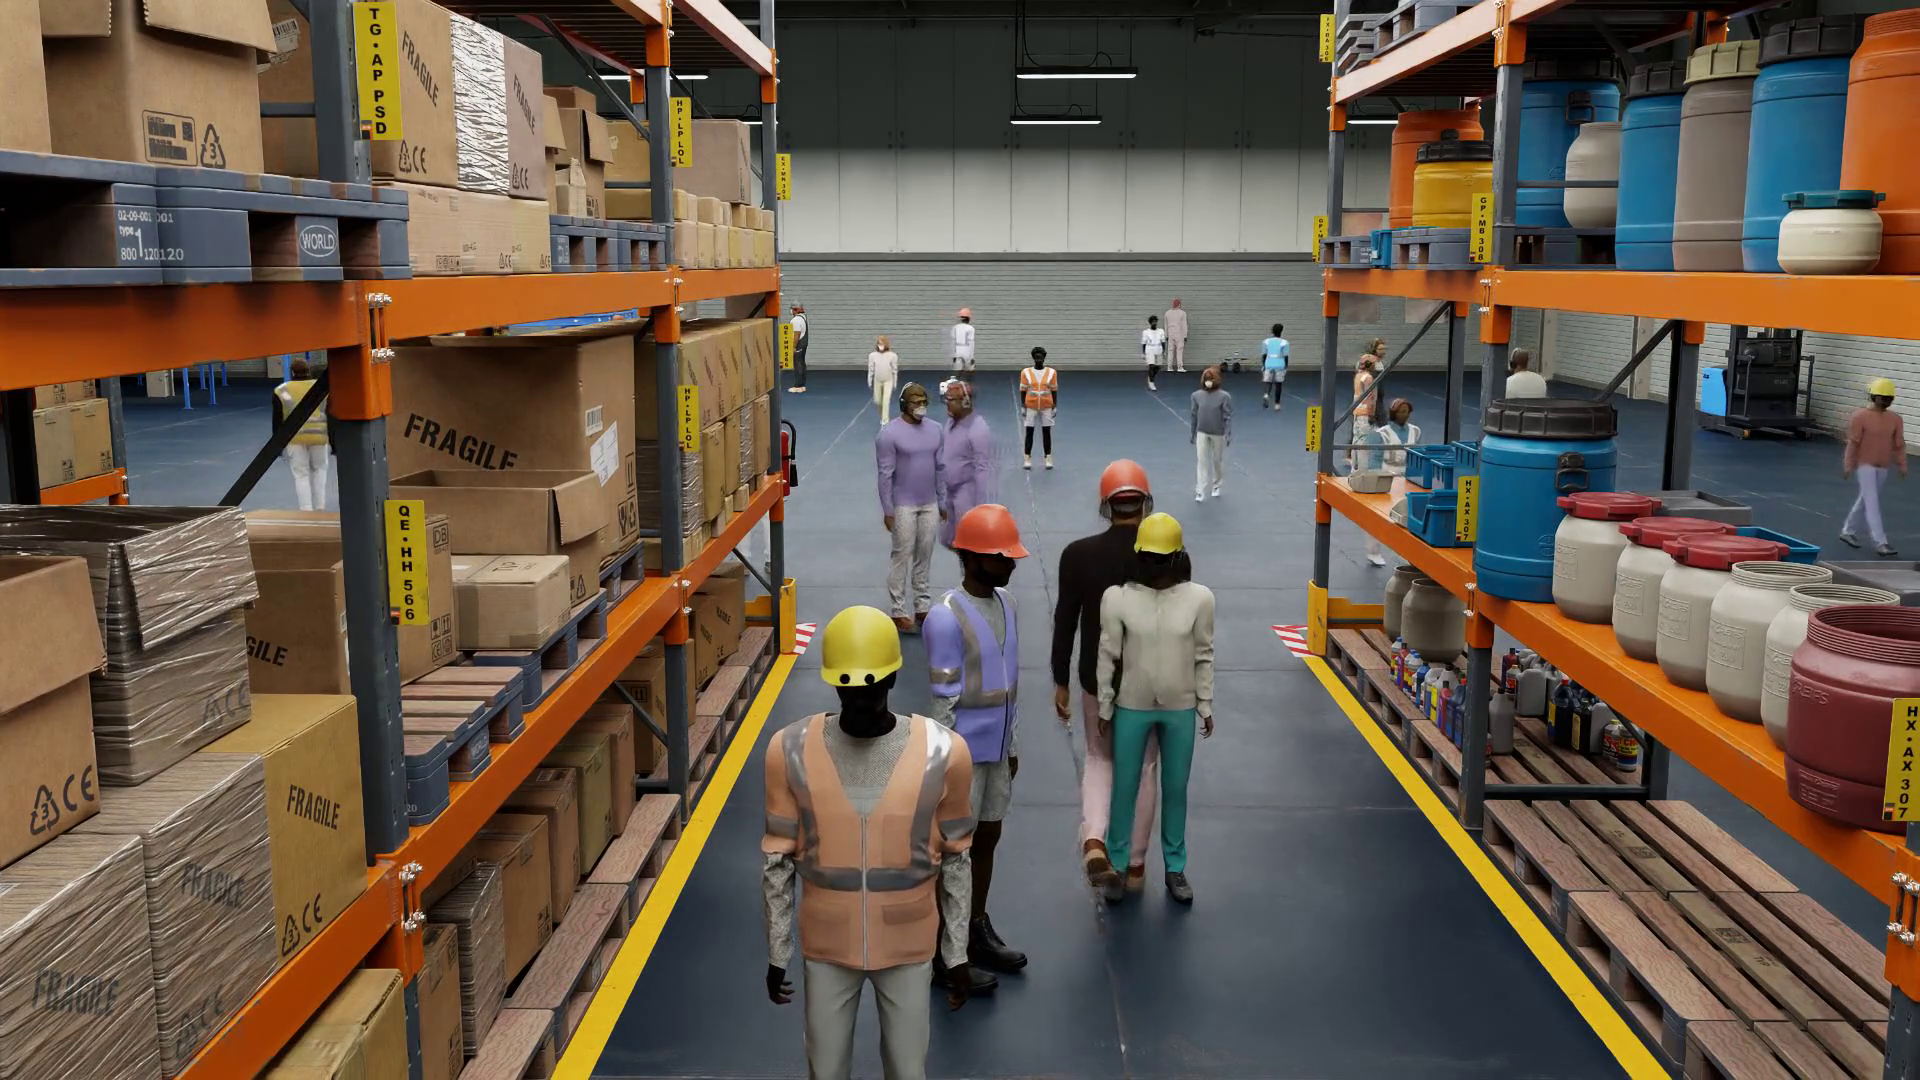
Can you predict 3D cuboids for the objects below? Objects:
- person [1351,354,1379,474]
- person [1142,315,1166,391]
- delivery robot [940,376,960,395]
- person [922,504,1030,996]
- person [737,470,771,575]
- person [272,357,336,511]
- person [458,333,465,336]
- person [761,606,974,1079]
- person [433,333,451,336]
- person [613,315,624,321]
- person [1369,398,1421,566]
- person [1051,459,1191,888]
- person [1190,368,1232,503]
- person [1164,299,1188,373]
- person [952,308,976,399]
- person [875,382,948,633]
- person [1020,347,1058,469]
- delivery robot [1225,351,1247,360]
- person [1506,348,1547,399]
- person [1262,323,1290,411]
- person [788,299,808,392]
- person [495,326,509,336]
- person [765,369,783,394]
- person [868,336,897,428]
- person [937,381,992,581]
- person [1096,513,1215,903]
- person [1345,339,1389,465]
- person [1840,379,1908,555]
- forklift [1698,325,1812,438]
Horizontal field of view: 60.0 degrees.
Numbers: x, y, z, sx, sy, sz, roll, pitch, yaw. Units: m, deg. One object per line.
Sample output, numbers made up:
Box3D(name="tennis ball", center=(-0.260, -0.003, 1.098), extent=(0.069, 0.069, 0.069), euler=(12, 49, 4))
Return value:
Box3D(name="person", center=(5.398, -1.662, 22.202), extent=(0.310, 1.640, 0.514), euler=(-1, 10, -6))
Box3D(name="person", center=(4.325, -4.205, 37.324), extent=(0.540, 1.675, 0.657), euler=(-3, 10, -17))
Box3D(name="delivery robot", center=(-0.145, -3.081, 33.773), extent=(0.477, 0.478, 0.707), euler=(-3, 9, -20))
Box3D(name="person", center=(0.086, 0.812, 6.538), extent=(0.385, 1.930, 0.541), euler=(7, 12, 35))
Box3D(name="person", center=(-1.910, -0.629, 15.281), extent=(0.579, 1.882, 0.342), euler=(-4, 10, -20))
Box3D(name="person", center=(-7.195, -1.091, 18.245), extent=(0.651, 1.812, 0.754), euler=(-5, 11, -27))
Box3D(name="person", center=(-8.109, -2.470, 26.832), extent=(0.714, 1.709, 0.591), euler=(5, 11, 27))
Box3D(name="person", center=(-0.257, 1.122, 4.662), extent=(0.593, 1.925, 0.384), euler=(0, 9, 1))
Box3D(name="person", center=(-7.653, -2.238, 24.571), extent=(0.639, 1.995, 1.011), euler=(-7, 12, -35))
Box3D(name="person", center=(-6.278, -3.200, 30.686), extent=(0.585, 1.881, 0.344), euler=(-9, 13, -43))
Box3D(name="person", center=(4.065, -0.508, 15.407), extent=(0.545, 1.586, 0.866), euler=(-3, 10, -17))
Box3D(name="person", center=(0.732, 0.624, 7.513), extent=(0.630, 1.970, 0.593), euler=(2, 10, 10))
Box3D(name="person", center=(3.020, -1.276, 20.044), extent=(0.509, 1.589, 0.859), euler=(3, 10, 18))
Box3D(name="person", center=(5.647, -5.322, 43.326), extent=(0.655, 1.906, 0.407), euler=(7, 12, 36))
Box3D(name="person", center=(0.047, -3.879, 34.668), extent=(0.548, 1.916, 0.745), euler=(7, 12, 36))
Box3D(name="person", center=(-0.363, -0.259, 12.922), extent=(0.625, 1.936, 0.385), euler=(-8, 12, -39))
Box3D(name="person", center=(1.100, -1.839, 23.111), extent=(0.534, 1.693, 0.317), euler=(0, 9, 0))
Box3D(name="delivery robot", center=(7.203, -4.815, 43.398), extent=(0.699, 0.223, 0.335), euler=(-9, 13, -42))
Box3D(name="person", center=(6.093, -1.156, 18.326), extent=(0.661, 1.915, 0.676), euler=(-5, 11, -27))
Box3D(name="person", center=(6.075, -3.334, 32.063), extent=(0.552, 1.684, 0.423), euler=(5, 11, 28))
Box3D(name="person", center=(-3.635, -4.280, 36.810), extent=(0.539, 2.000, 0.689), euler=(2, 10, 10))
Box3D(name="person", center=(-7.672, -2.704, 27.864), extent=(0.895, 1.841, 0.528), euler=(5, 11, 26))
Box3D(name="person", center=(-3.502, -3.146, 30.239), extent=(0.663, 1.917, 0.673), euler=(-4, 10, -23))
Box3D(name="person", center=(-1.311, -2.688, 28.434), extent=(0.500, 1.613, 0.584), euler=(1, 10, 7))
Box3D(name="person", center=(0.085, -0.375, 13.724), extent=(0.540, 1.889, 0.677), euler=(-4, 10, -22))
Box3D(name="person", center=(0.872, 0.747, 7.400), extent=(0.533, 1.764, 0.322), euler=(0, 9, -2))
Box3D(name="person", center=(5.768, -1.884, 23.078), extent=(0.514, 1.794, 0.974), euler=(-7, 12, -36))
Box3D(name="person", center=(9.037, -0.735, 16.415), extent=(0.544, 1.714, 0.927), euler=(-1, 10, -8))
Box3D(name="forklift", center=(13.248, -3.165, 27.620), extent=(1.129, 2.768, 1.873), euler=(0, 9, 1))
